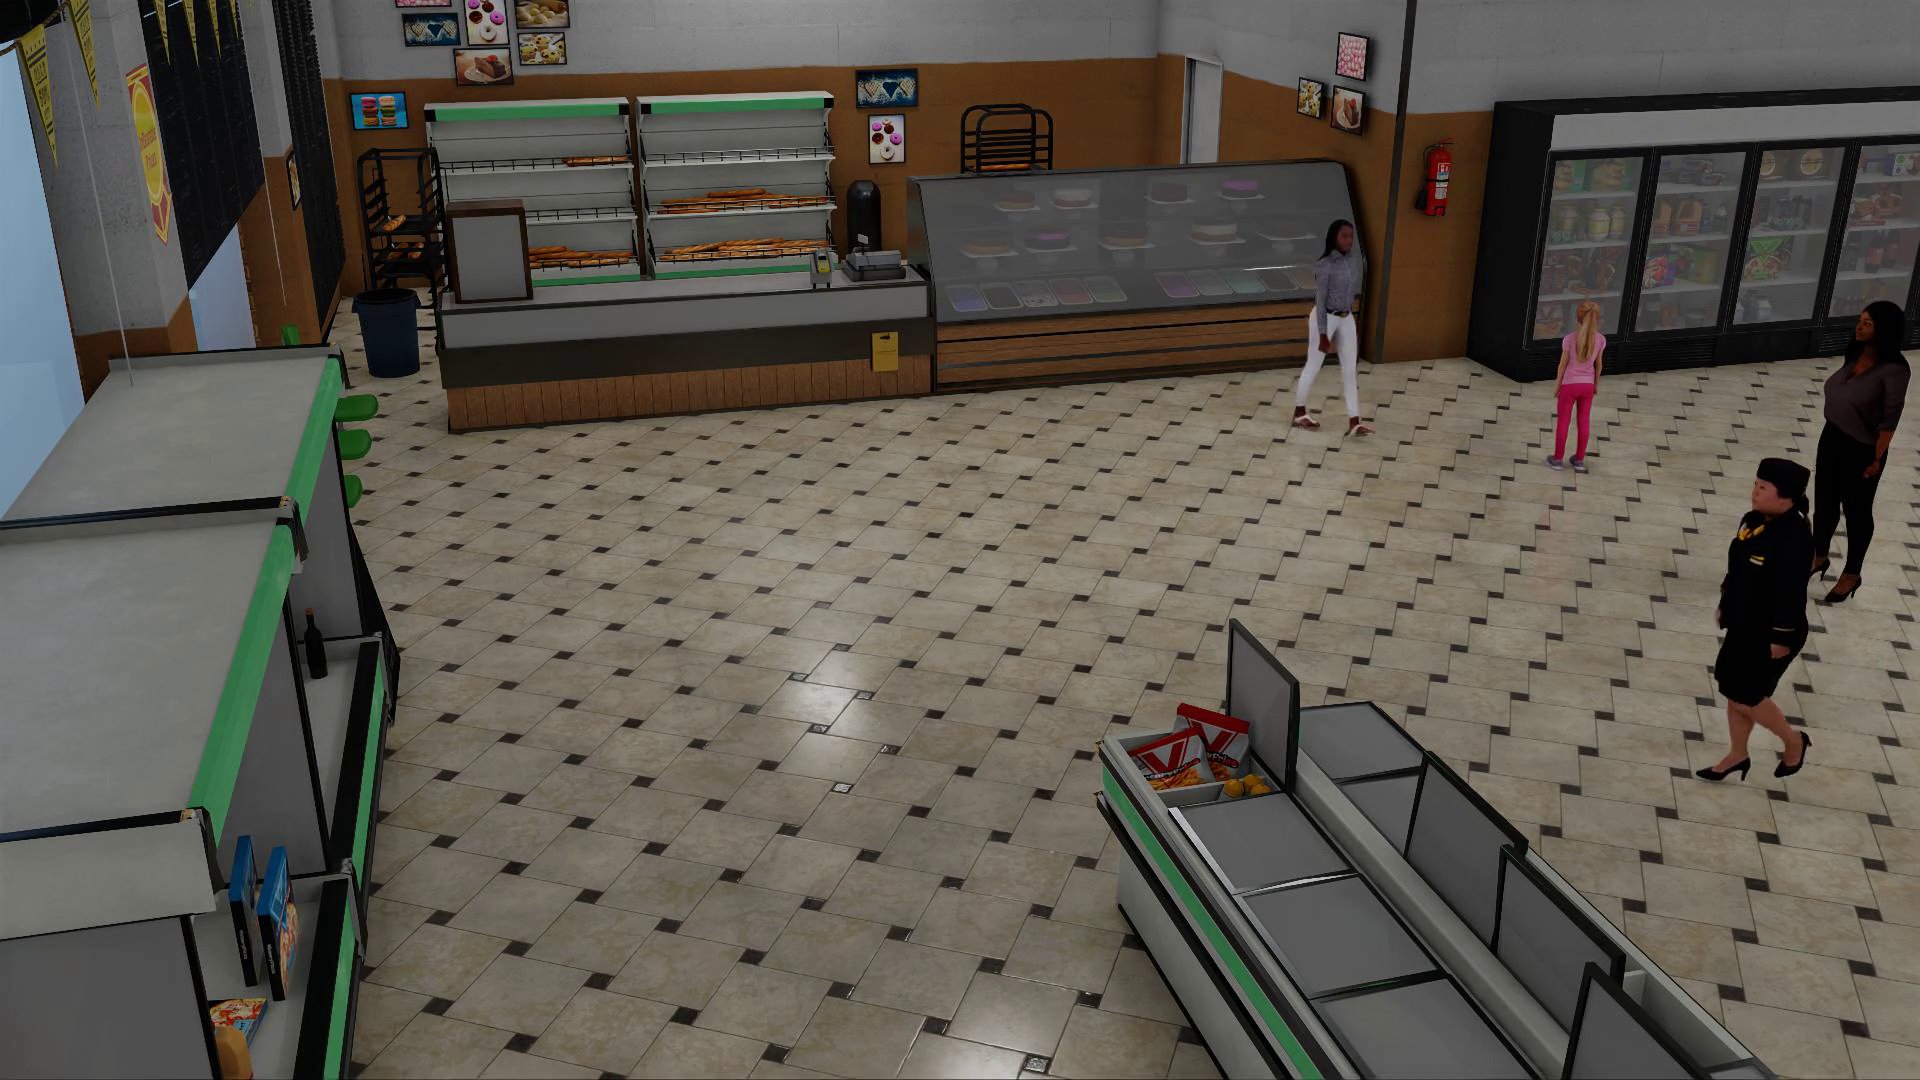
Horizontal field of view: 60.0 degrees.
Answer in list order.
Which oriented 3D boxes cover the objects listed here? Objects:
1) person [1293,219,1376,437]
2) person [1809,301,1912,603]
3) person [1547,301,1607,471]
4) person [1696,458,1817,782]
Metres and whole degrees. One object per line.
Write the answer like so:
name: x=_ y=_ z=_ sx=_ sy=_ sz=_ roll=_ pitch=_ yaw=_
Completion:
person: x=2.853 y=-1.670 z=13.049 sx=0.842 sy=1.695 sz=1.109 roll=-14 pitch=26 yaw=-30
person: x=5.406 y=-0.541 z=10.042 sx=0.703 sy=1.842 sz=0.533 roll=-5 pitch=22 yaw=-11
person: x=4.577 y=-1.148 z=12.316 sx=0.518 sy=1.272 sz=0.548 roll=-1 pitch=22 yaw=-2
person: x=3.873 y=0.425 z=7.880 sx=0.892 sy=1.662 sz=0.825 roll=2 pitch=22 yaw=5
